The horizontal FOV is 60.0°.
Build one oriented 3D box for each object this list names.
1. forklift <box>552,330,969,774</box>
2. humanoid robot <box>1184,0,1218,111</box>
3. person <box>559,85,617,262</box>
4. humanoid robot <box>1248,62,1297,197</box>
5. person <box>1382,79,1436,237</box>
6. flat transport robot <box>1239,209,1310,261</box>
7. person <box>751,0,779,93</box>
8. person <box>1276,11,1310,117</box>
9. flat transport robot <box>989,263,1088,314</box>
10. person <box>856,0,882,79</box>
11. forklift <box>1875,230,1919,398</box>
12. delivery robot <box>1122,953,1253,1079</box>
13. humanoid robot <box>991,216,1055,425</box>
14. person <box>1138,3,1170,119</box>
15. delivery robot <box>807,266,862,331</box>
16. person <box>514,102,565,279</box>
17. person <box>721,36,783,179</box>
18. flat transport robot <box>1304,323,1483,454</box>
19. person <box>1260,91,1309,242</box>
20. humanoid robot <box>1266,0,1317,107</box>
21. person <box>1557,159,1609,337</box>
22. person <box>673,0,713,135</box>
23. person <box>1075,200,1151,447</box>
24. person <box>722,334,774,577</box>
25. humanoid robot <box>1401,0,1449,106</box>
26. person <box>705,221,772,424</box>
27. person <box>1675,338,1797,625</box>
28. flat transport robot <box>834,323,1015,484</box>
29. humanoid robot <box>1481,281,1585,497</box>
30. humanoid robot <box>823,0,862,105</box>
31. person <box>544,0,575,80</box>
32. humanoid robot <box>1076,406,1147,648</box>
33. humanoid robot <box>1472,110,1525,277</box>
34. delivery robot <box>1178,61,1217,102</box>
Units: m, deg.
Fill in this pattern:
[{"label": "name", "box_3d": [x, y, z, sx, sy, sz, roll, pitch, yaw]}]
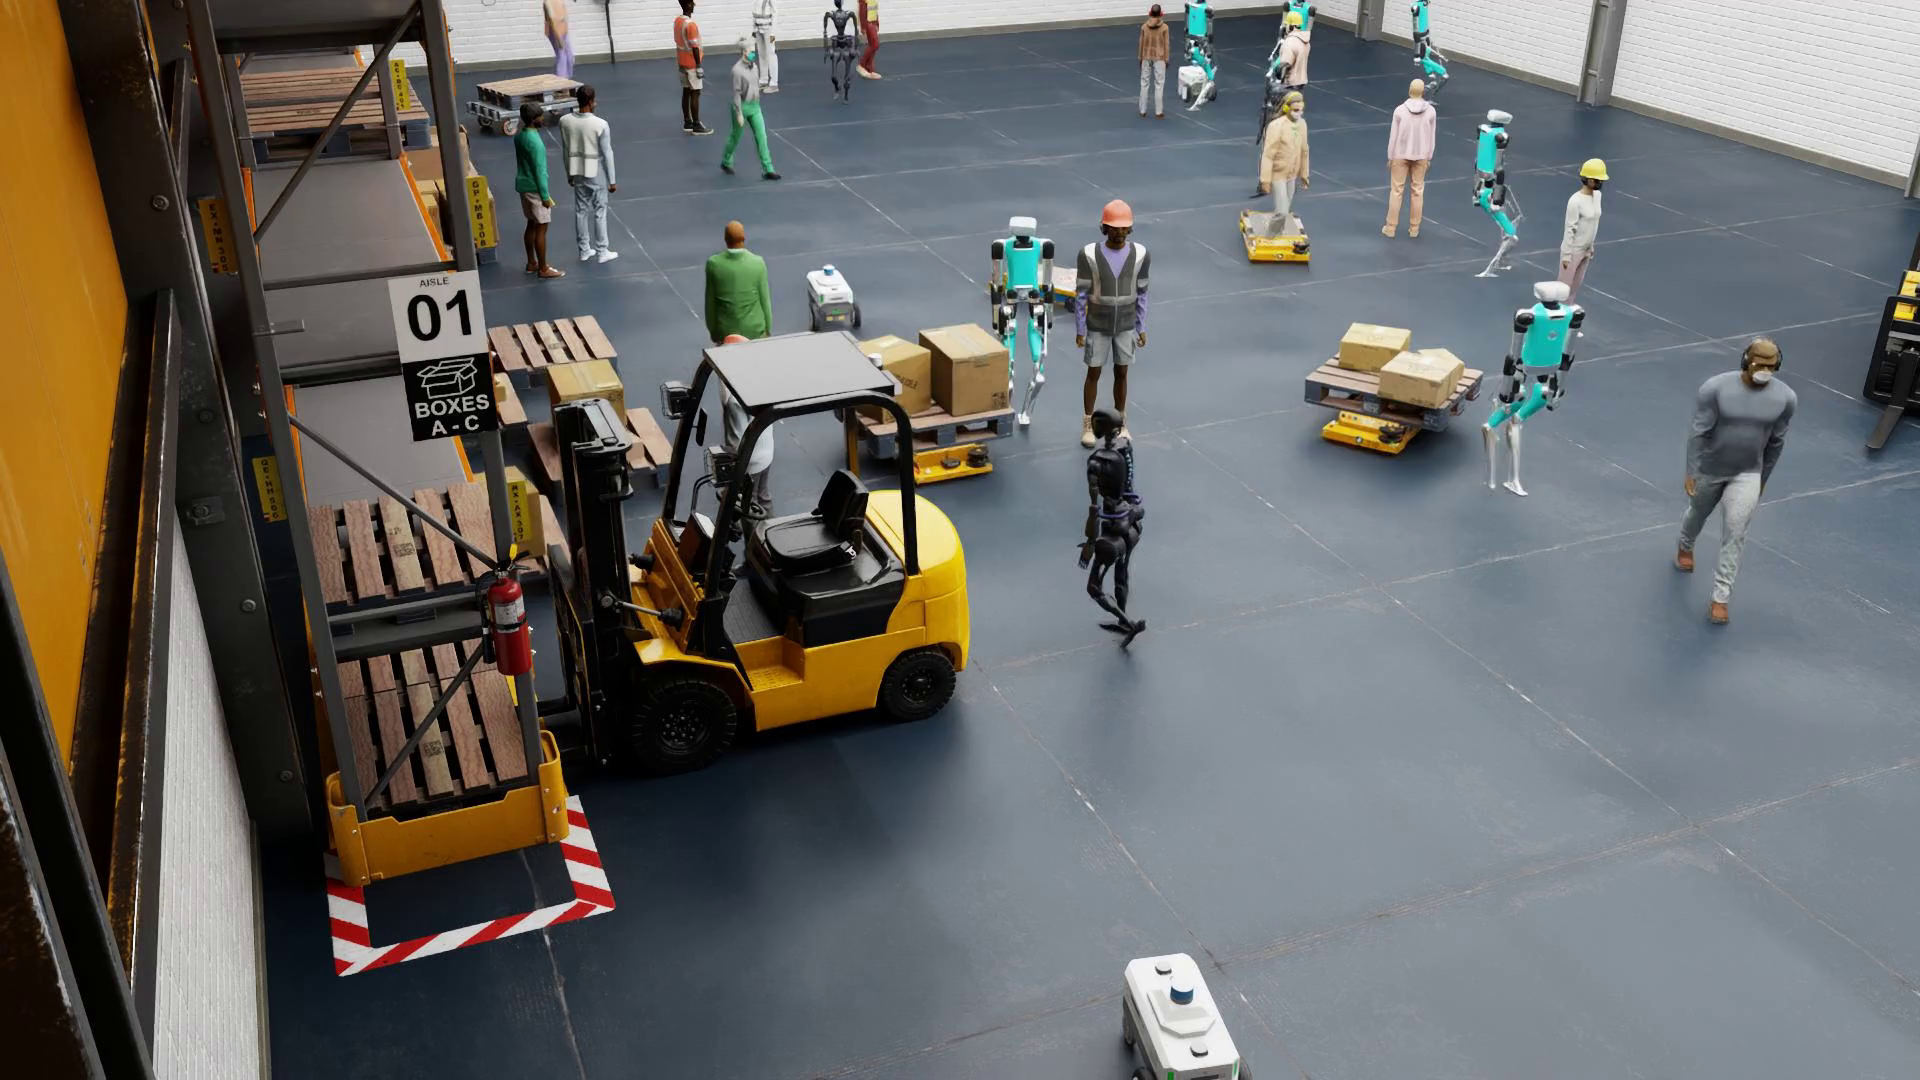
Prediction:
[{"label": "forklift", "box_3d": [-1.094, 0.010, 9.831, 2.313, 2.155, 1.214, -10, 28, -20]}, {"label": "humanoid robot", "box_3d": [3.719, -7.363, 25.032, 0.860, 1.779, 0.567, -23, 34, -37]}, {"label": "person", "box_3d": [-4.014, -3.958, 18.040, 0.601, 1.906, 0.414, 8, 28, 16]}, {"label": "humanoid robot", "box_3d": [3.930, -5.027, 20.453, 0.604, 1.653, 0.601, -21, 34, -36]}, {"label": "person", "box_3d": [5.118, -4.327, 18.908, 0.520, 1.784, 0.402, 1, 27, 2]}, {"label": "flat transport robot", "box_3d": [3.556, -3.458, 18.866, 0.659, 0.231, 1.431, 2, 27, 3]}, {"label": "person", "box_3d": [-3.074, -7.989, 26.083, 0.356, 1.882, 0.571, -21, 34, -36]}, {"label": "person", "box_3d": [4.508, -6.205, 22.565, 0.430, 1.859, 0.789, 15, 30, 27]}, {"label": "flat transport robot", "box_3d": [1.063, -2.602, 17.163, 1.431, 0.231, 0.659, 20, 33, 34]}, {"label": "person", "box_3d": [-1.458, -8.374, 26.994, 0.434, 1.759, 0.470, 7, 28, 15]}, {"label": "forklift", "box_3d": [9.029, -2.397, 14.618, 1.214, 2.155, 2.313, 18, 32, 32]}, {"label": "delivery robot", "box_3d": [0.966, 2.190, 7.314, 0.499, 0.596, 0.795, -5, 27, -10]}, {"label": "humanoid robot", "box_3d": [0.532, -1.720, 13.823, 0.532, 1.834, 0.703, -1, 27, -2]}, {"label": "person", "box_3d": [2.842, -7.041, 24.461, 0.461, 1.647, 0.329, 9, 28, 17]}, {"label": "delivery robot", "box_3d": [-1.286, -2.410, 16.460, 0.499, 0.592, 0.796, -7, 28, -13]}, {"label": "person", "box_3d": [-4.506, -3.687, 17.581, 0.390, 1.841, 0.489, -18, 32, -32]}, {"label": "person", "box_3d": [-2.742, -5.539, 21.317, 0.964, 1.794, 0.537, 18, 32, 32]}, {"label": "flat transport robot", "box_3d": [3.675, -1.113, 14.201, 0.659, 0.231, 1.431, 17, 31, 30]}, {"label": "person", "box_3d": [3.519, -3.950, 18.075, 0.600, 1.855, 0.426, -21, 34, -36]}, {"label": "humanoid robot", "box_3d": [4.875, -7.256, 24.824, 0.561, 1.766, 0.932, 19, 32, 33]}, {"label": "person", "box_3d": [5.874, -2.737, 15.764, 0.533, 1.767, 0.316, -24, 35, -39]}, {"label": "person", "box_3d": [-3.798, -6.736, 23.498, 0.368, 1.966, 0.605, -17, 31, -30]}, {"label": "person", "box_3d": [1.231, -1.747, 13.487, 0.606, 2.048, 0.365, -4, 27, -7]}, {"label": "person", "box_3d": [-1.477, -0.585, 11.516, 0.351, 1.738, 0.572, 7, 28, 14]}, {"label": "humanoid robot", "box_3d": [7.033, -7.278, 24.829, 0.914, 1.754, 0.539, 15, 30, 27]}, {"label": "person", "box_3d": [-1.841, -1.784, 13.865, 0.557, 1.770, 0.541, -2, 27, -5]}, {"label": "person", "box_3d": [5.168, -0.491, 11.162, 0.625, 1.898, 1.021, 8, 28, 15]}, {"label": "flat transport robot", "box_3d": [-0.314, -0.847, 13.672, 0.659, 0.231, 1.431, -11, 29, -21]}, {"label": "humanoid robot", "box_3d": [4.291, -1.178, 12.713, 0.542, 1.786, 0.752, -5, 27, -9]}, {"label": "humanoid robot", "box_3d": [-1.786, -7.497, 25.340, 0.583, 1.645, 0.415, 0, 27, 1]}, {"label": "person", "box_3d": [-6.183, -7.769, 25.713, 0.439, 1.830, 0.576, 4, 27, 8]}, {"label": "humanoid robot", "box_3d": [1.024, -0.079, 10.574, 0.428, 1.639, 0.593, 16, 31, 28]}, {"label": "humanoid robot", "box_3d": [5.817, -3.634, 17.689, 0.766, 1.883, 0.550, -5, 27, -10]}, {"label": "delivery robot", "box_3d": [3.659, -7.125, 25.851, 0.499, 0.602, 0.805, -5, 27, -10]}]
